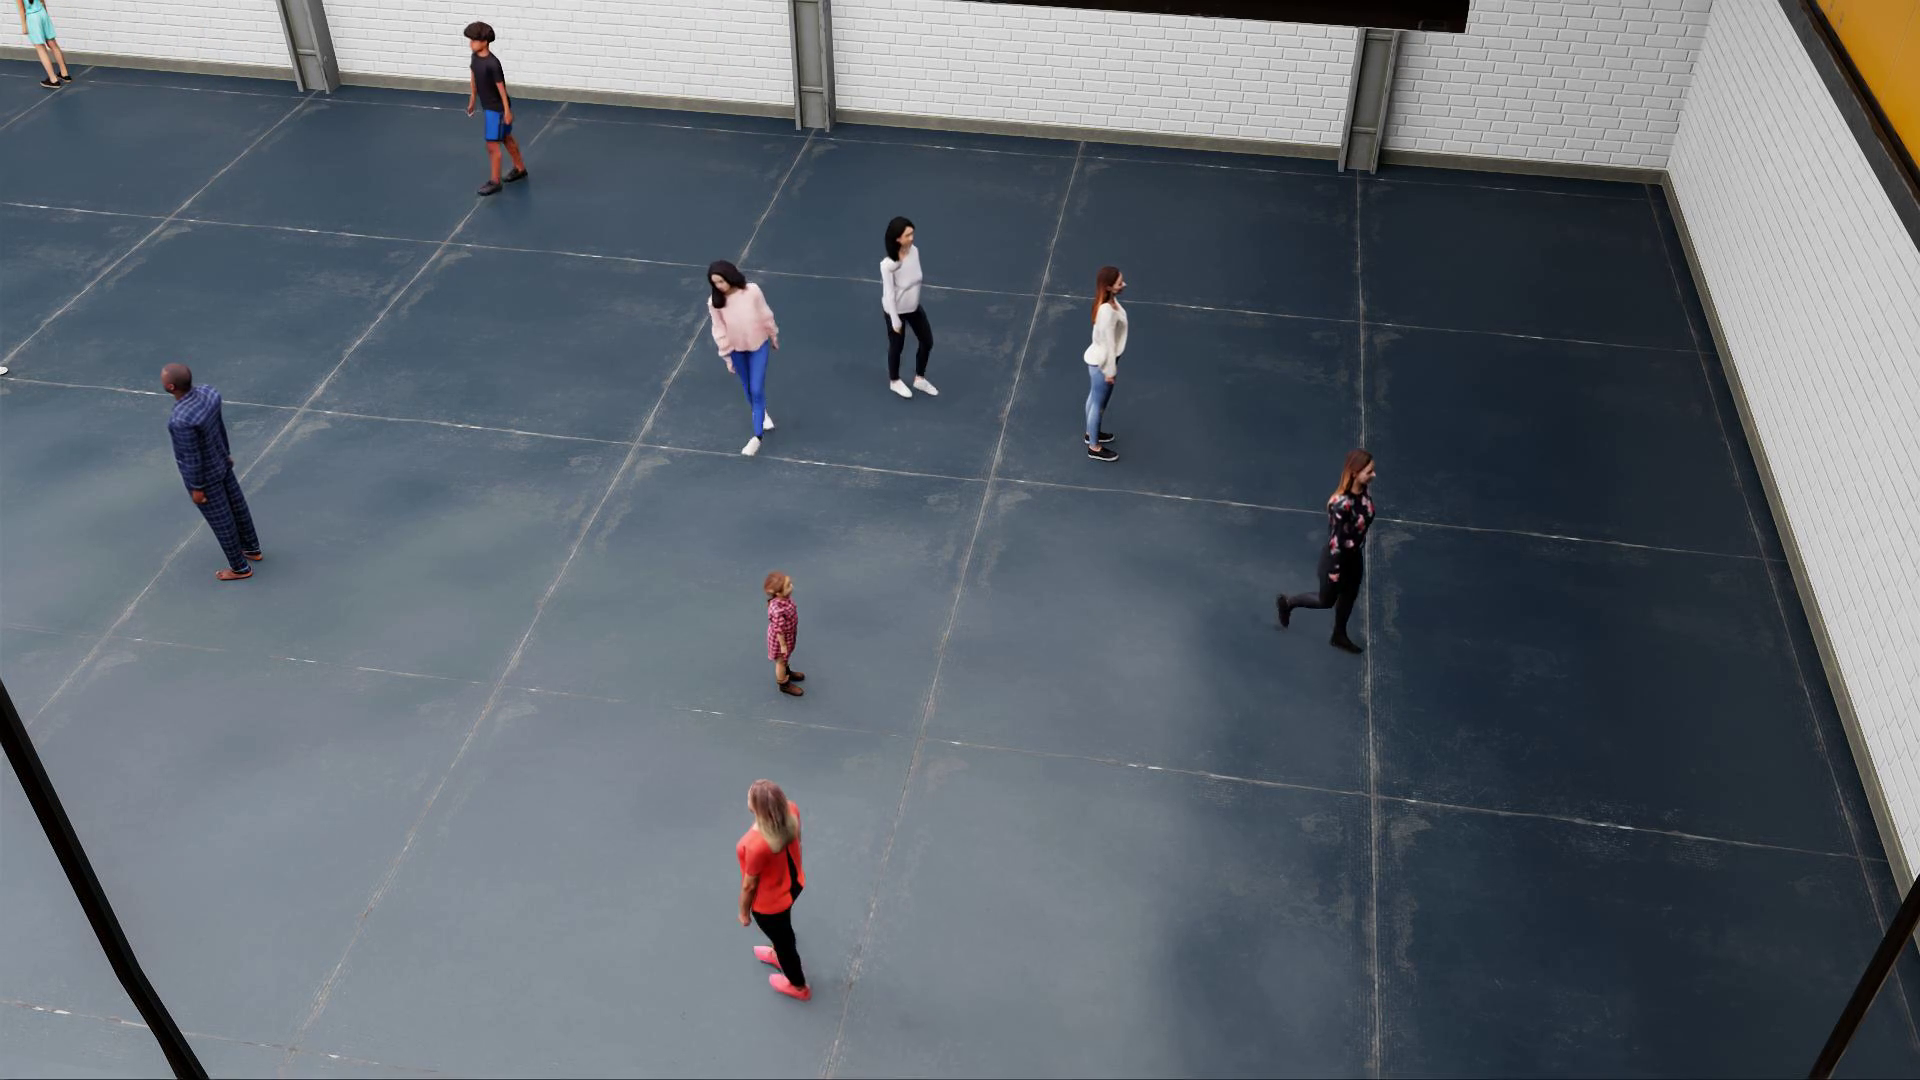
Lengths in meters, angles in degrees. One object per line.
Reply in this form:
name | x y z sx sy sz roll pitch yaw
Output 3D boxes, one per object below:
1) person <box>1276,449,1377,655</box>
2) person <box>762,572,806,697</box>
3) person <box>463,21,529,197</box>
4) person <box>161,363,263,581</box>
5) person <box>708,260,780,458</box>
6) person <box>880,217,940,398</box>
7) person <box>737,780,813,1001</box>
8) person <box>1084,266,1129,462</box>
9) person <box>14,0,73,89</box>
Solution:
person | 2.555 0.074 11.468 0.992 1.666 0.845 27 46 30
person | -1.210 0.614 11.306 0.467 1.023 0.449 1 39 2
person | -4.701 -4.484 17.091 0.985 1.771 0.945 -26 45 -29
person | -5.450 -0.511 12.074 0.608 1.824 0.666 5 39 6
person | -1.702 -1.566 13.490 0.985 1.706 0.858 -6 39 -8
person | -0.545 -1.958 13.993 0.802 1.689 0.758 28 47 31
person | -0.926 1.954 9.100 0.752 1.684 0.699 17 42 20
person | 1.148 -1.432 13.334 0.581 1.691 0.635 2 39 2
person | -10.648 -5.999 19.159 0.606 1.557 0.599 16 41 19
